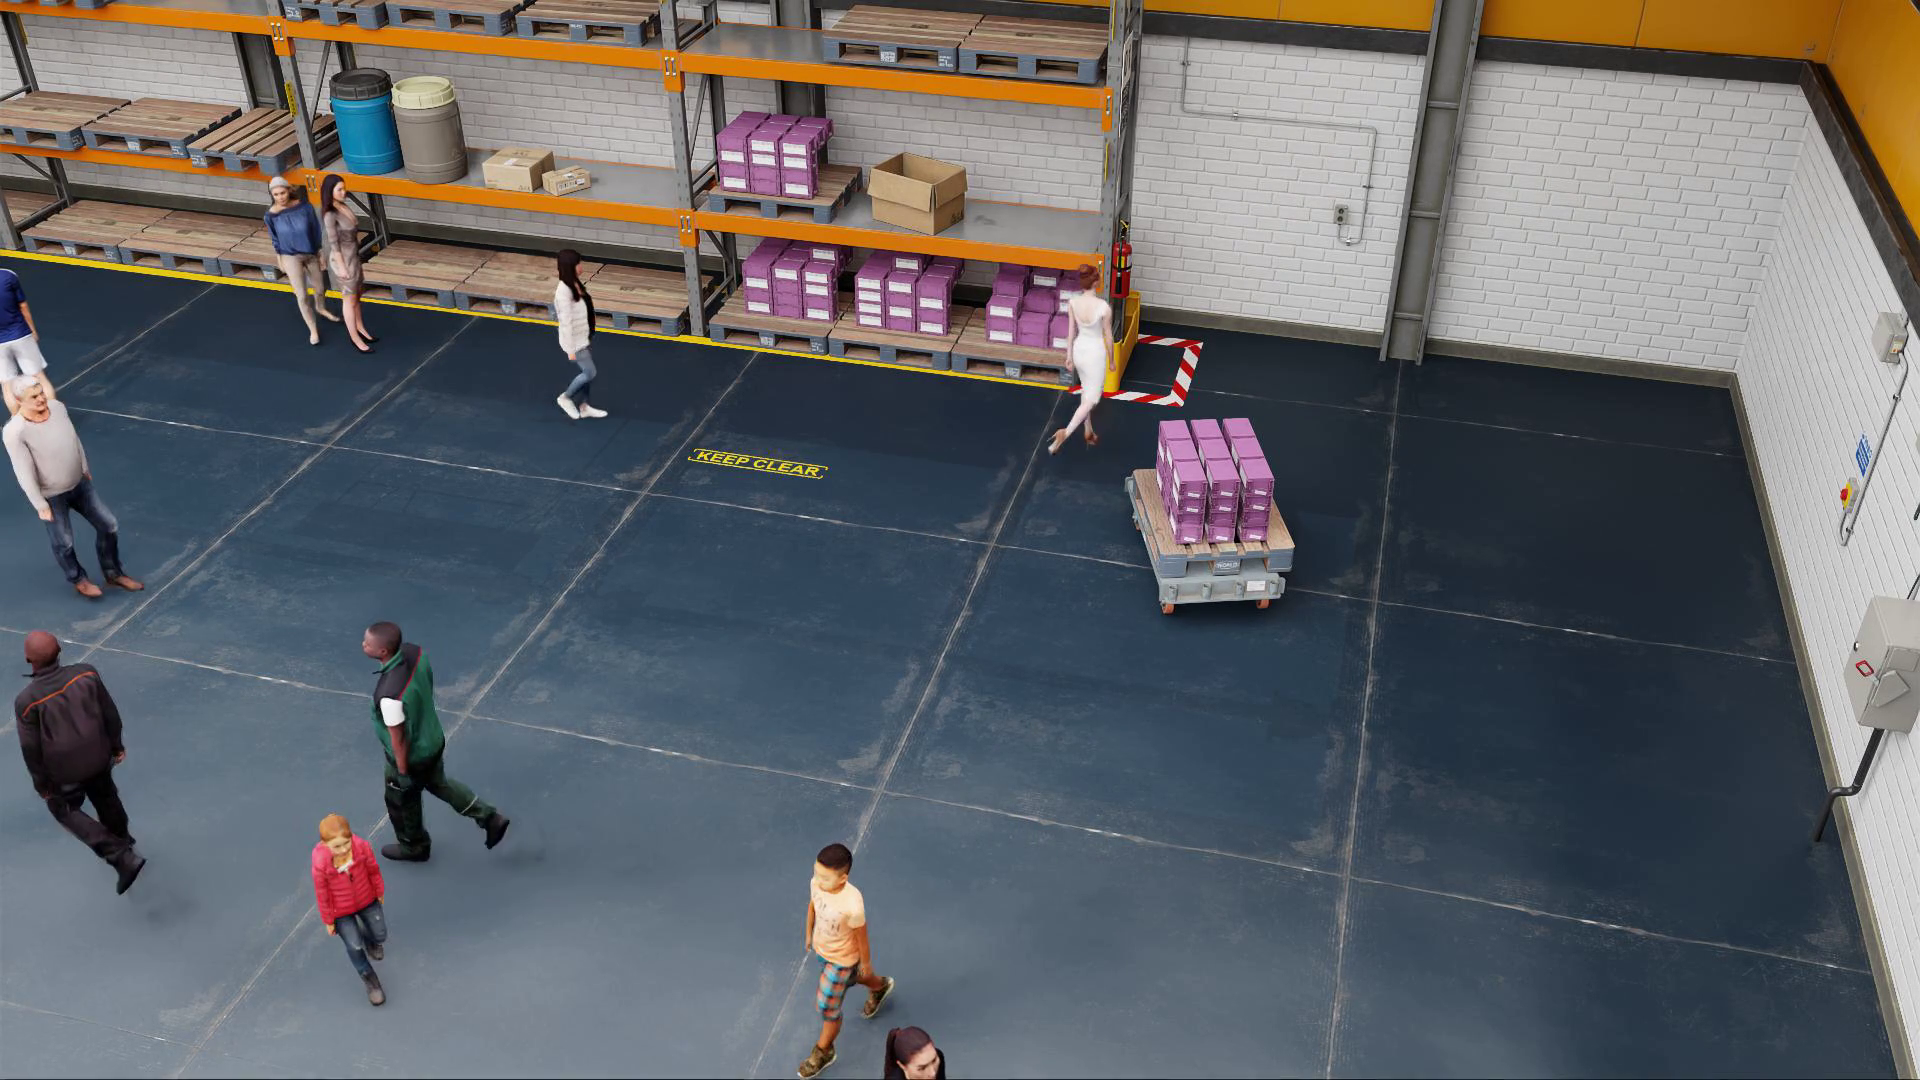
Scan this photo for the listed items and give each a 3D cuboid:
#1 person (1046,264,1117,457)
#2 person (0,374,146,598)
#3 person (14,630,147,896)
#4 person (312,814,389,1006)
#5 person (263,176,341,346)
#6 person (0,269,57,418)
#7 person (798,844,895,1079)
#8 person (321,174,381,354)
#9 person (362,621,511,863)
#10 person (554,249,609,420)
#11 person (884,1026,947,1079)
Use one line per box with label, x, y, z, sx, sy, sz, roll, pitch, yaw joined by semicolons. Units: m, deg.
person;1.018;-1.434;13.879;1.015;1.769;0.905;25;41;32
person;-6.675;-0.392;12.203;0.848;1.887;0.798;13;36;18
person;-5.102;1.318;9.705;1.009;1.806;0.880;20;39;28
person;-3.368;1.975;9.170;0.718;1.304;0.790;-21;39;-28
person;-6.287;-2.709;15.882;0.934;1.673;0.984;-18;38;-25
person;-8.173;-1.730;14.267;0.707;1.832;0.754;-20;38;-27
person;-0.592;2.131;8.808;0.917;1.445;0.989;-28;43;-35
person;-5.780;-2.611;15.672;0.607;1.744;0.644;-1;34;-1
person;-3.159;1.221;9.838;1.100;1.819;0.801;2;34;3
person;-3.412;-1.766;14.506;0.721;1.628;0.703;1;34;2
person;-0.216;2.800;7.606;0.682;1.660;0.682;25;41;33
